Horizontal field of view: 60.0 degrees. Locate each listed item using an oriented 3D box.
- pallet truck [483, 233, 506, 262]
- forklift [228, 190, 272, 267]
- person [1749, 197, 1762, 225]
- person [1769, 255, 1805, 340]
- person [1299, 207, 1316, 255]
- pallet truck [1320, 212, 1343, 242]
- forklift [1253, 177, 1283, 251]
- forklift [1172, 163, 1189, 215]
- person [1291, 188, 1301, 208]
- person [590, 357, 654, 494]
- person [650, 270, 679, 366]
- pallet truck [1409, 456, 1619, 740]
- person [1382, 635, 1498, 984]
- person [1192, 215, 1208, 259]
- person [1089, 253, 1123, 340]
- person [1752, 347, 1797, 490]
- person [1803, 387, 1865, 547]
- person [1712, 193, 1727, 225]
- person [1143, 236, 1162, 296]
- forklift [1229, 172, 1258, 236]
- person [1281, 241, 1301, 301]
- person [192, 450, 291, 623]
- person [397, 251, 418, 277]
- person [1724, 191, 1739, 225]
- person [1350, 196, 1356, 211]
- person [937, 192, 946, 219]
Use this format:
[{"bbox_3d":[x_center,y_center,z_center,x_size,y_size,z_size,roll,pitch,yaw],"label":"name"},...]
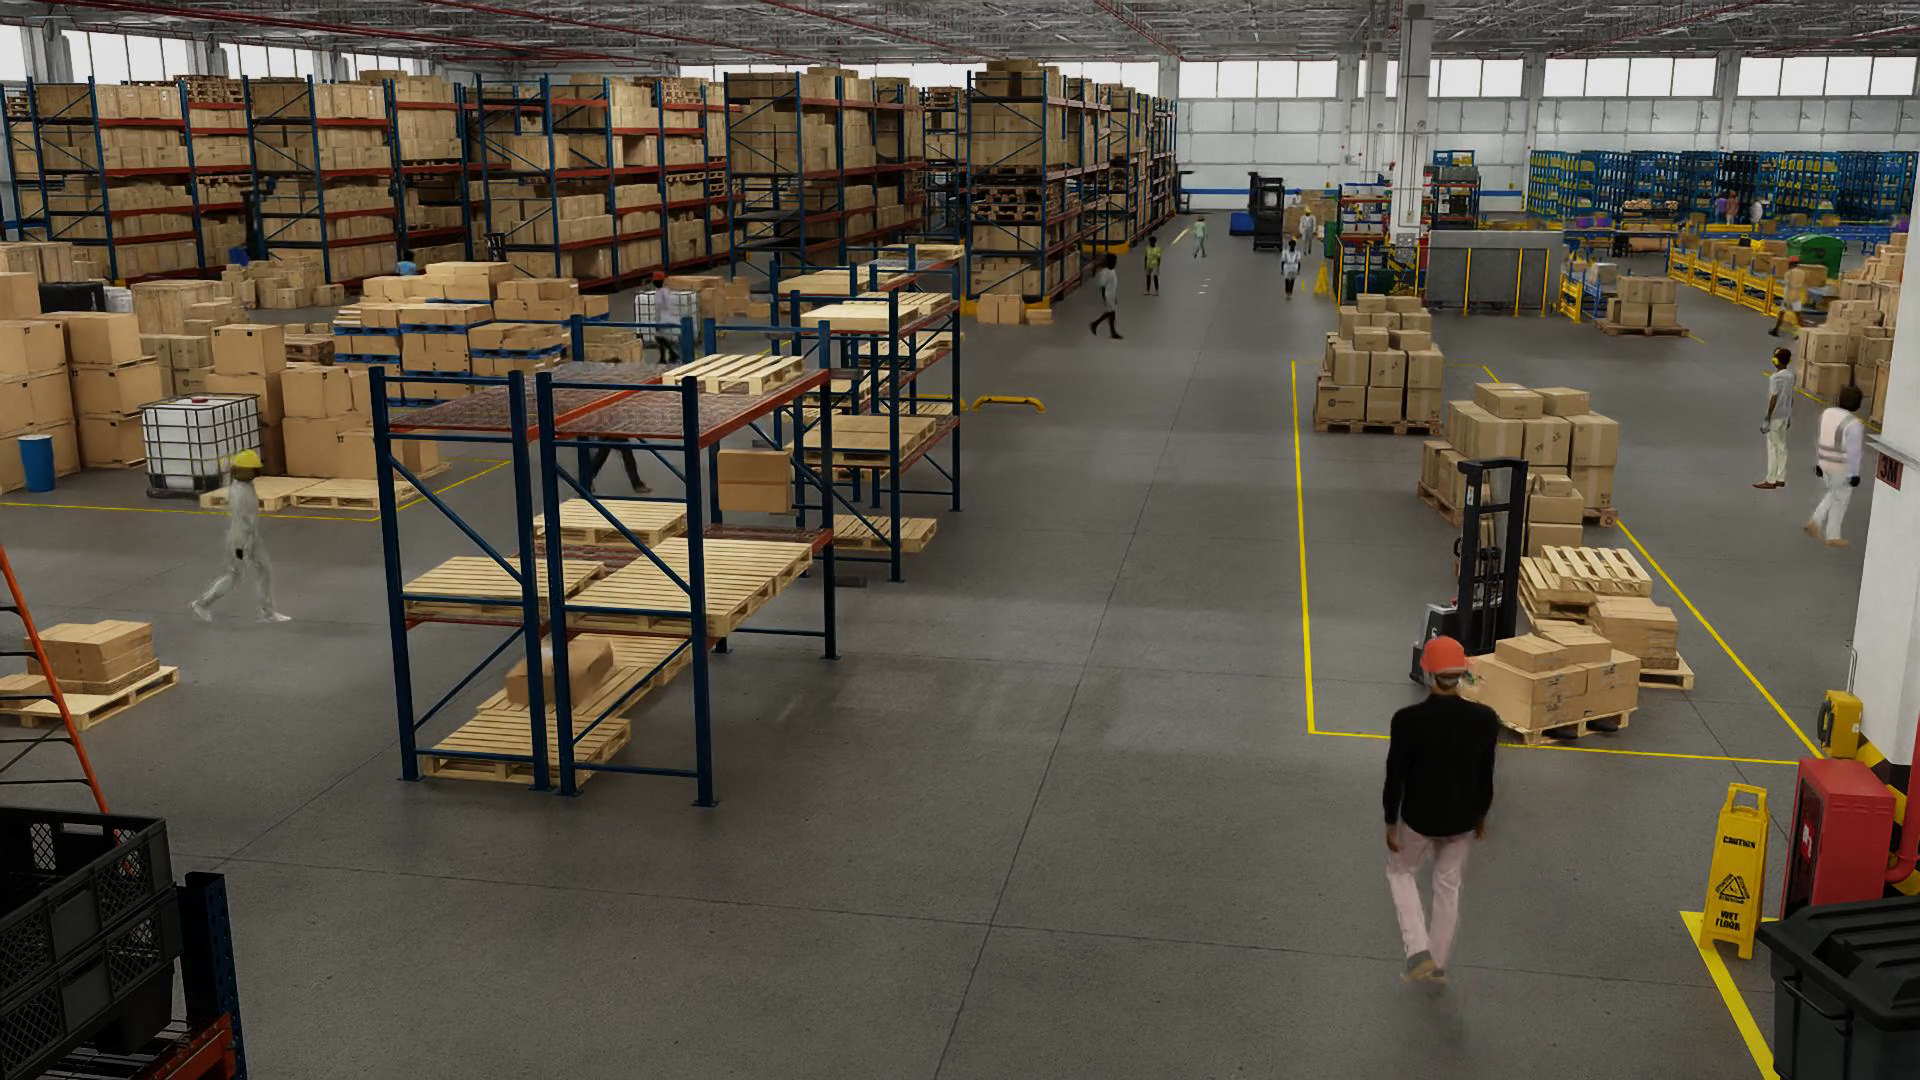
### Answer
[{"bbox_3d":[-11.832,-7.026,43.548,1.885,1.965,0.823,8,16,28],"label":"pallet truck"},{"bbox_3d":[-21.468,-9.315,51.024,1.873,2.768,1.129,7,16,27],"label":"forklift"},{"bbox_3d":[33.457,-13.476,69.989,0.447,1.884,0.695,-1,14,-6],"label":"person"},{"bbox_3d":[18.770,-5.456,37.465,0.535,1.879,1.073,-3,14,-11],"label":"person"},{"bbox_3d":[13.108,-11.663,62.747,0.612,1.816,0.600,3,14,12],"label":"person"},{"bbox_3d":[15.874,-13.227,70.310,0.680,1.201,1.601,10,17,35],"label":"pallet truck"},{"bbox_3d":[12.083,-12.747,64.956,1.129,2.768,1.873,3,14,10],"label":"forklift"},{"bbox_3d":[11.839,-19.467,92.241,1.873,2.768,1.129,3,14,10],"label":"forklift"},{"bbox_3d":[16.082,-15.857,79.538,0.610,1.936,0.414,-8,16,-31],"label":"person"},{"bbox_3d":[-4.468,-1.440,21.283,0.959,1.805,0.545,-9,16,-31],"label":"person"},{"bbox_3d":[-5.892,-4.344,32.800,0.422,1.927,0.564,2,14,8],"label":"person"},{"bbox_3d":[4.504,0.400,13.395,0.823,1.965,1.885,-6,15,-23],"label":"pallet truck"},{"bbox_3d":[2.594,1.489,9.019,0.632,1.982,0.488,-1,14,-3],"label":"person"},{"bbox_3d":[8.803,-11.134,61.063,0.819,1.593,0.537,-13,19,-43],"label":"person"},{"bbox_3d":[3.304,-5.494,37.443,0.797,1.941,0.623,7,15,26],"label":"person"},{"bbox_3d":[10.655,-1.579,21.709,0.512,1.866,0.330,-8,16,-30],"label":"person"},{"bbox_3d":[9.886,-0.816,18.683,0.444,1.824,0.647,-2,14,-8],"label":"person"},{"bbox_3d":[35.029,-15.117,76.775,0.594,1.804,0.907,2,14,8],"label":"person"},{"bbox_3d":[5.464,-7.790,47.266,0.540,1.696,0.317,10,17,34],"label":"person"},{"bbox_3d":[12.899,-14.823,73.386,1.873,2.768,1.129,3,14,10],"label":"forklift"},{"bbox_3d":[9.174,-7.485,46.136,0.541,1.643,0.917,1,14,5],"label":"person"},{"bbox_3d":[-6.843,-0.017,15.694,0.789,1.705,0.487,-1,14,-5],"label":"person"},{"bbox_3d":[-13.864,-6.404,41.714,0.601,1.661,0.377,3,14,13],"label":"person"},{"bbox_3d":[34.196,-14.466,73.758,0.622,1.994,0.381,-4,14,-16],"label":"person"},{"bbox_3d":[20.655,-17.769,87.724,0.497,1.731,0.381,-7,16,-27],"label":"person"},{"bbox_3d":[-0.911,-17.953,88.274,0.620,1.818,0.424,2,14,7],"label":"person"}]
